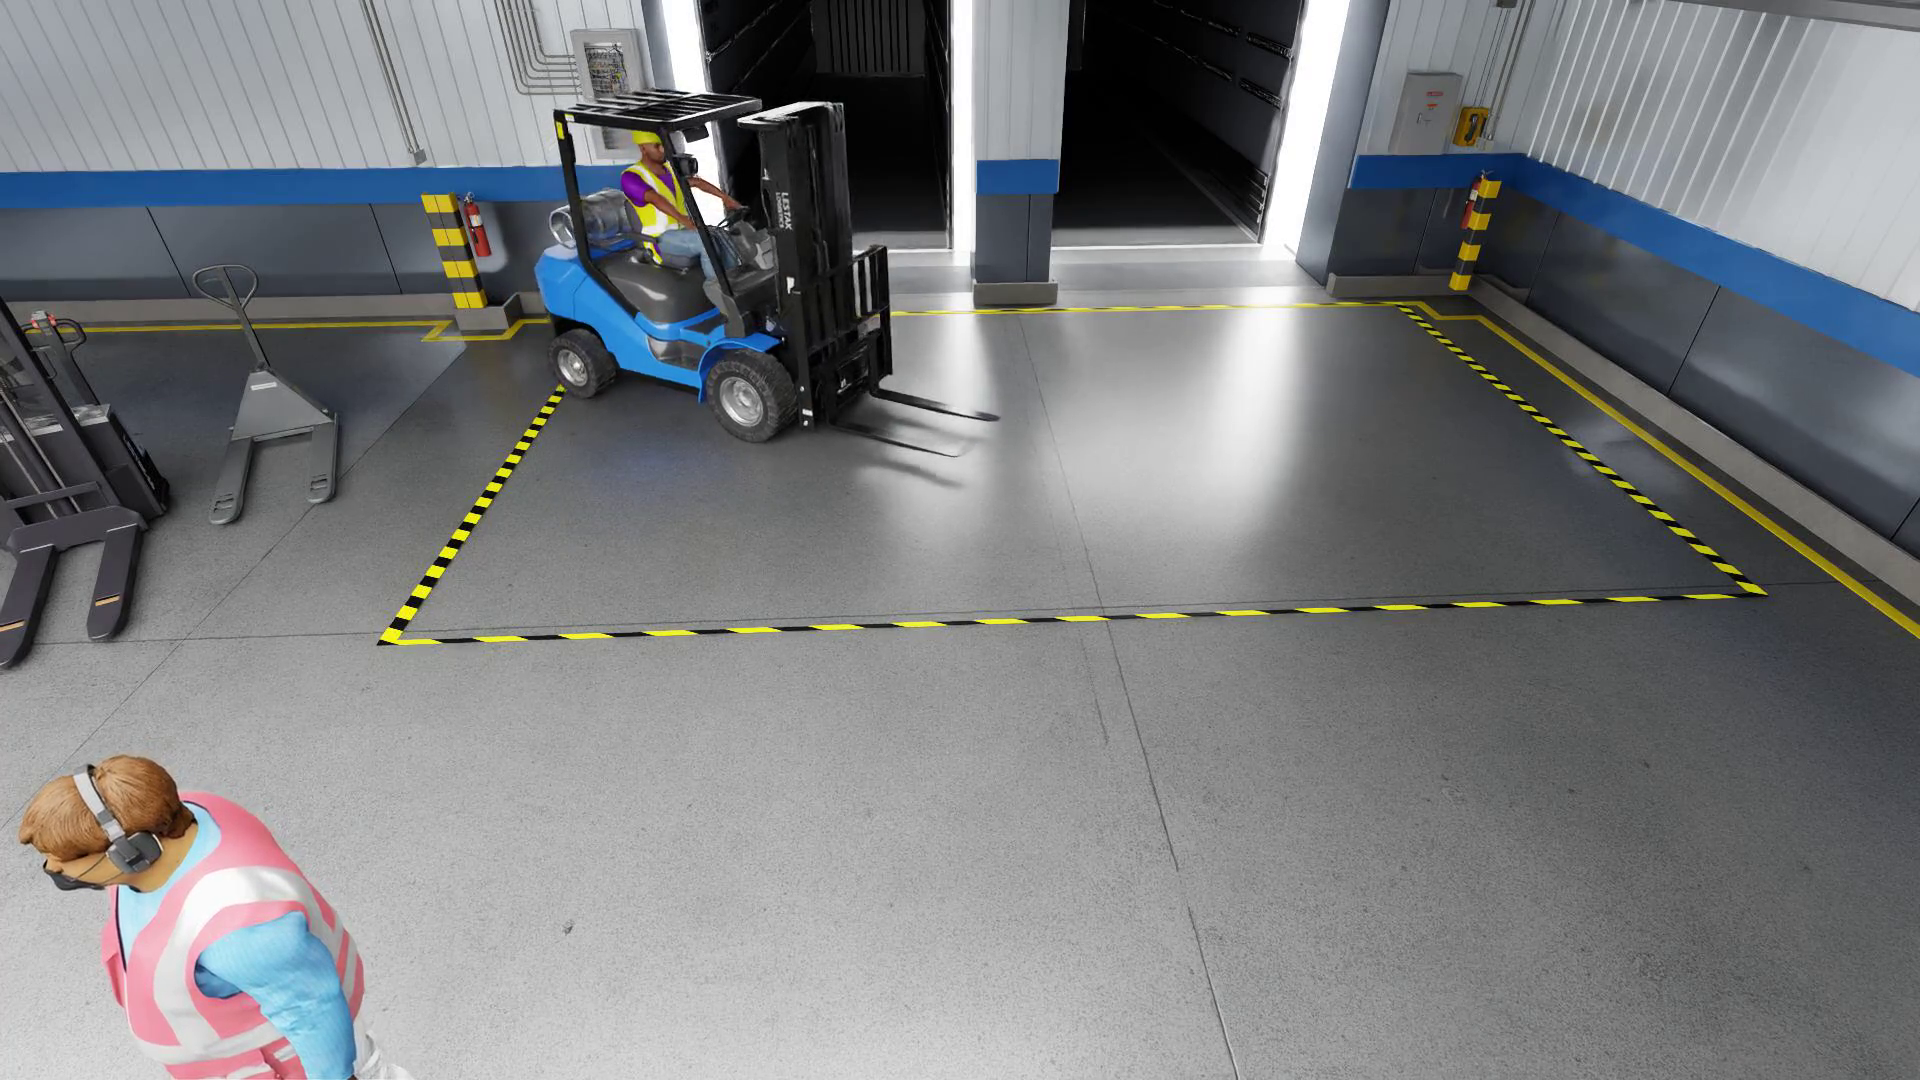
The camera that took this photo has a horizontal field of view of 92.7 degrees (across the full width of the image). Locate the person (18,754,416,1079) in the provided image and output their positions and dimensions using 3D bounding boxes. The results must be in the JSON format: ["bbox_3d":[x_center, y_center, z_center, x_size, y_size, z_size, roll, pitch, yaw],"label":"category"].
[{"bbox_3d":[-1.760,1.227,2.361,0.634,1.841,0.429,23,41,29],"label":"person"}]

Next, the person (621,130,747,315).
[{"bbox_3d":[-1.927,-2.334,6.705,1.004,1.294,0.635,16,38,22],"label":"person"}]

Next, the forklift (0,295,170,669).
[{"bbox_3d":[-5.212,-0.618,4.878,0.823,1.965,1.885,-20,39,-26],"label":"forklift"}]

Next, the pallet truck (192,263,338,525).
[{"bbox_3d":[-4.778,-1.027,6.128,0.680,1.201,1.601,-17,38,-23],"label":"pallet truck"}]

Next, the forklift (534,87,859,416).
[{"bbox_3d":[-1.976,-2.200,6.840,2.680,2.036,1.157,16,38,22],"label":"forklift"}]
